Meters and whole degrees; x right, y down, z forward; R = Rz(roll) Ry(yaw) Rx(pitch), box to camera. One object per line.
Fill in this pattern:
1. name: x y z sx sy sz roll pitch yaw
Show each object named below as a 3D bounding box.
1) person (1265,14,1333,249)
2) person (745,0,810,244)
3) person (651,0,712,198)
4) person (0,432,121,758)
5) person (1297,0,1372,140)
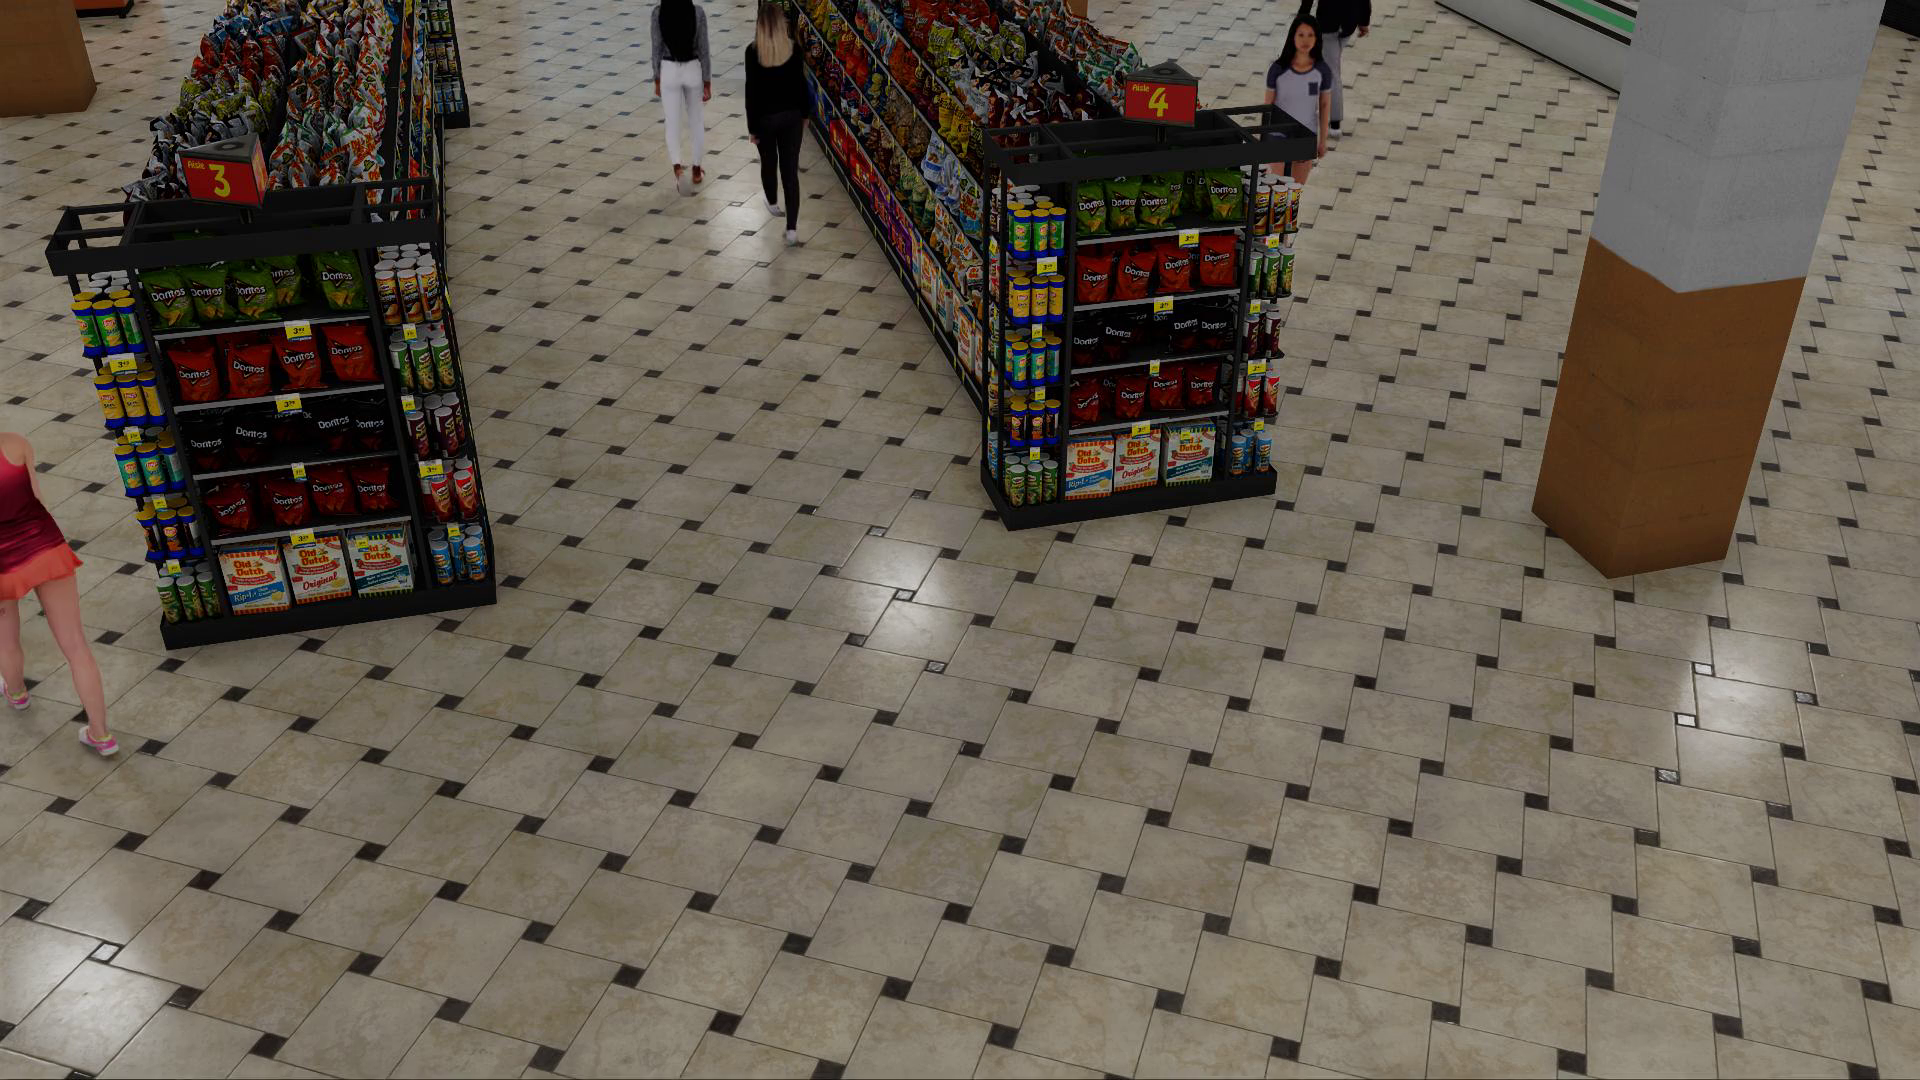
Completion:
1. person: 2.331 -2.819 11.634 0.791 1.670 1.155 0 32 0
2. person: -1.277 -2.908 11.810 0.622 1.635 1.136 -8 33 -13
3. person: -2.106 -3.434 12.595 0.711 1.699 1.096 -3 32 -5
4. person: -3.795 0.153 6.818 1.115 1.712 0.922 26 40 35
5. person: 3.170 -4.292 13.756 0.770 1.929 0.997 -10 33 -16
